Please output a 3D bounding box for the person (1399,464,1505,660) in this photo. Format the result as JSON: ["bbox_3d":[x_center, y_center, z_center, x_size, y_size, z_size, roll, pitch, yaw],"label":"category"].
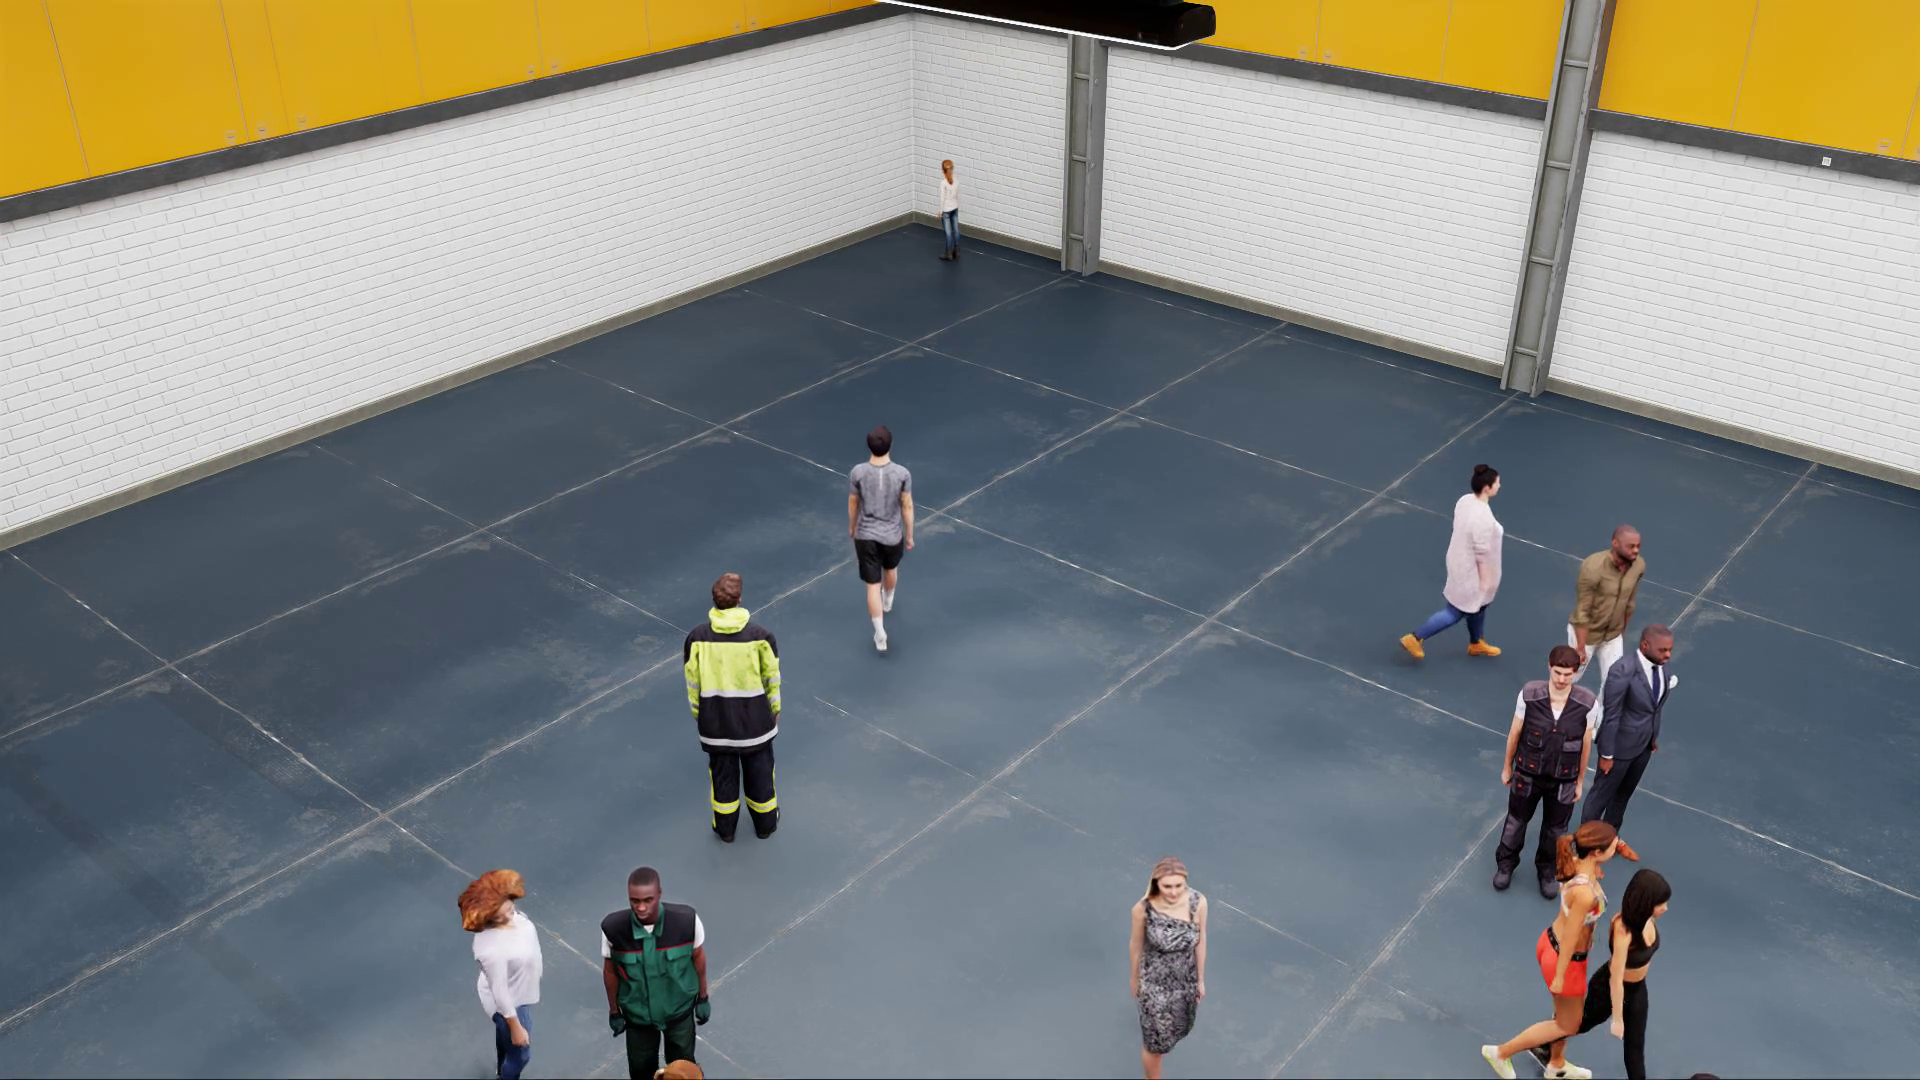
[{"bbox_3d":[3.897,0.219,12.940,1.194,1.715,1.069,1,29,3],"label":"person"}]

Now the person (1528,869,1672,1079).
[{"bbox_3d":[3.489,2.410,9.042,0.660,1.602,1.115,-24,37,-37],"label":"person"}]

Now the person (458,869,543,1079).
[{"bbox_3d":[-2.470,2.417,8.946,1.007,1.681,0.892,-11,30,-19],"label":"person"}]

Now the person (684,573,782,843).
[{"bbox_3d":[-1.493,1.115,11.022,0.857,1.981,0.920,-2,29,-4],"label":"person"}]

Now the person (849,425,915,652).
[{"bbox_3d":[-0.646,0.016,13.197,1.173,1.827,1.212,-1,29,-3],"label":"person"}]

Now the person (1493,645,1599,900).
[{"bbox_3d":[3.723,1.449,10.550,0.648,1.846,0.787,9,30,15],"label":"person"}]

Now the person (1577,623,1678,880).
[{"bbox_3d":[4.328,1.319,10.809,0.771,1.826,0.735,-15,32,-26],"label":"person"}]

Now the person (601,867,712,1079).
[{"bbox_3d":[-1.581,2.444,8.734,0.778,1.838,0.814,-5,29,-9],"label":"person"}]

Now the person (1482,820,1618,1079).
[{"bbox_3d":[3.301,2.299,9.063,1.011,1.778,0.905,2,29,4],"label":"person"}]

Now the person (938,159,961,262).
[{"bbox_3d":[-0.131,-4.290,21.628,0.513,1.313,0.510,-20,34,-32],"label":"person"}]

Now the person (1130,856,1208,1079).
[{"bbox_3d":[1.113,2.346,9.073,0.930,1.685,1.016,-4,29,-7],"label":"person"}]

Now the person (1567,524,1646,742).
[{"bbox_3d":[4.562,0.641,12.076,0.959,1.802,1.021,-6,29,-11],"label":"person"}]
